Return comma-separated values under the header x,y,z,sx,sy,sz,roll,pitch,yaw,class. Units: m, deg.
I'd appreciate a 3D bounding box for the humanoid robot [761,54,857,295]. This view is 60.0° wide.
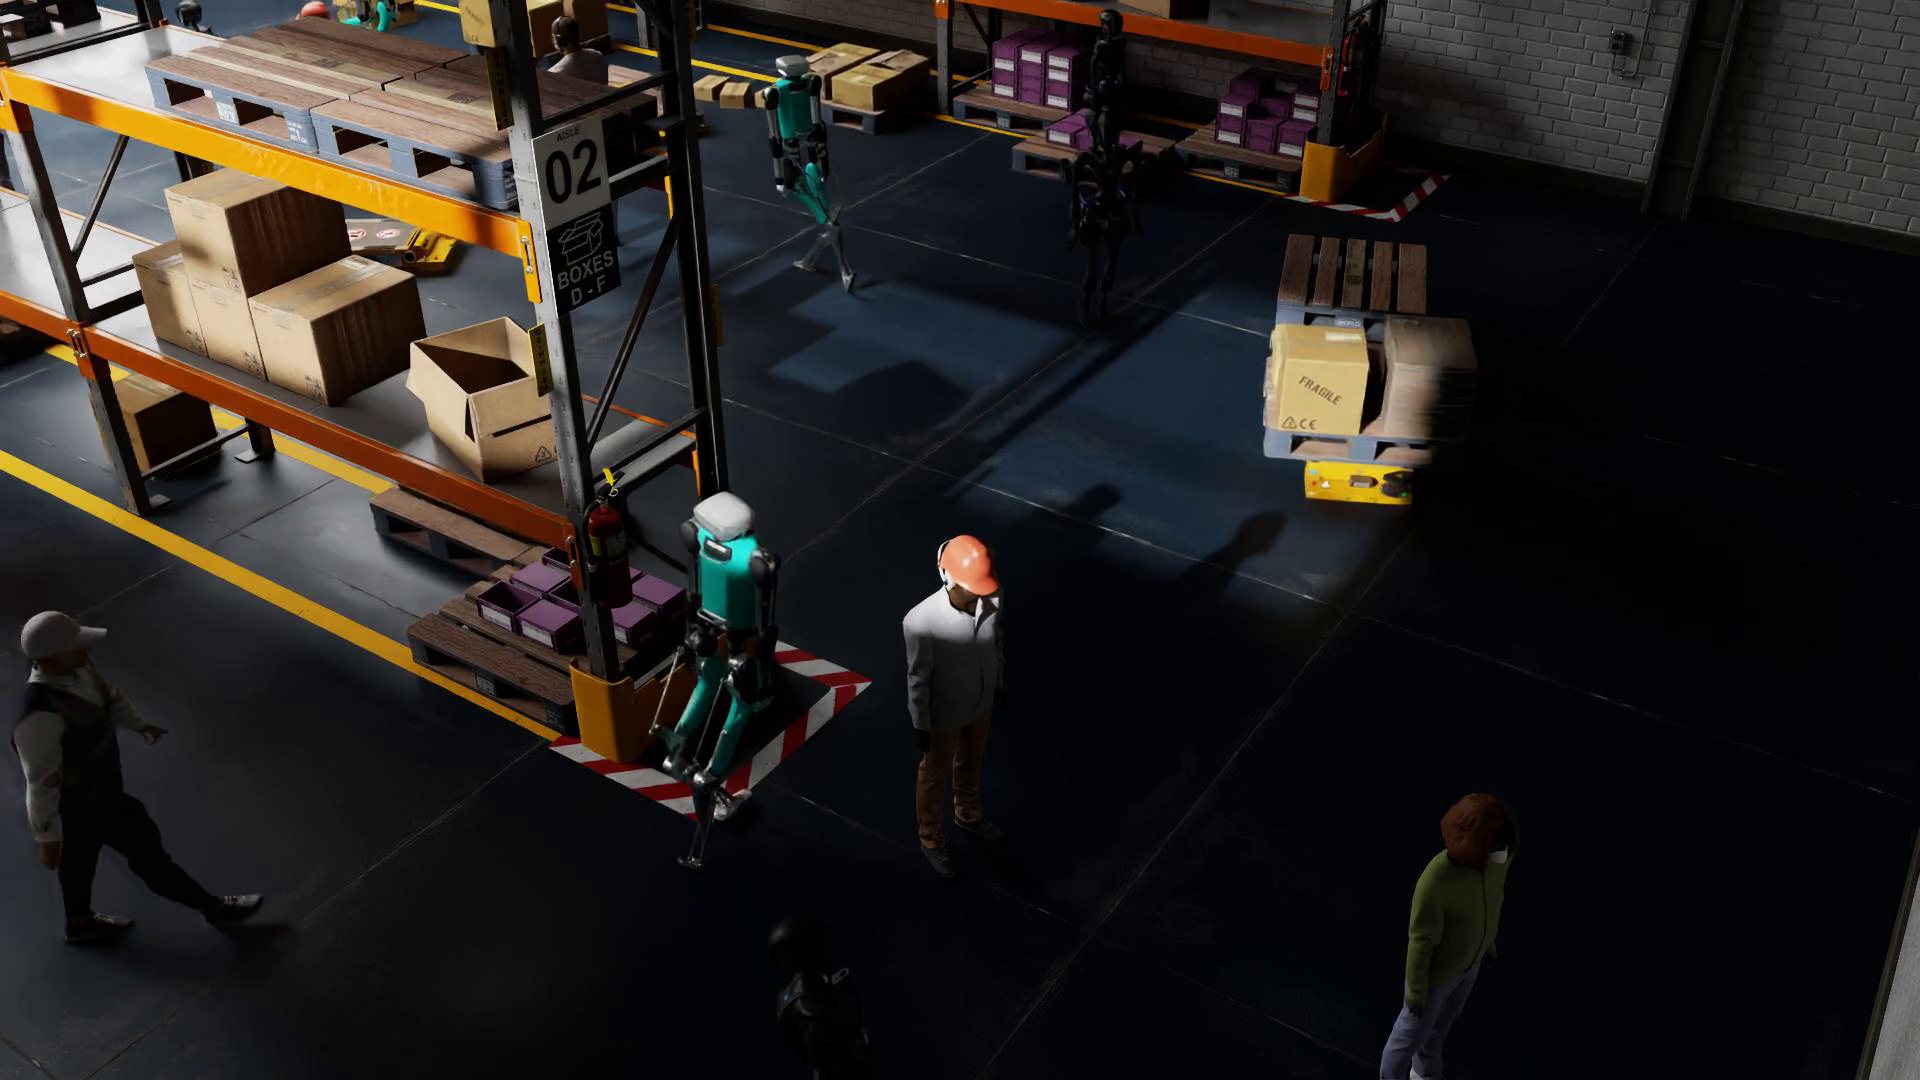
x,y,z,sx,sy,sz,roll,pitch,yaw,class
-1.029,-2.773,12.807,0.546,1.764,0.947,-28,42,-36,humanoid robot

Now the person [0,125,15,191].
x,y,z,sx,sy,sz,roll,pitch,yaw,class
-7.892,-3.461,13.659,0.488,1.944,0.432,-7,34,-10,person

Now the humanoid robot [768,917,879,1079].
x,y,z,sx,sy,sz,roll,pitch,yaw,class
-0.408,1.906,5.658,0.409,1.630,0.612,-5,33,-7,humanoid robot

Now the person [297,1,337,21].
x,y,z,sx,sy,sz,roll,pitch,yaw,class
-5.395,-3.760,14.302,0.562,1.735,0.594,-14,36,-21,person

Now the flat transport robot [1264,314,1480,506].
x,y,z,sx,sy,sz,roll,pitch,yaw,class
2.594,-0.679,10.916,0.659,0.231,1.431,5,33,7,flat transport robot

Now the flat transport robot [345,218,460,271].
x,y,z,sx,sy,sz,roll,pitch,yaw,class
-4.858,-2.389,13.545,1.431,0.231,0.659,-1,33,-2,flat transport robot

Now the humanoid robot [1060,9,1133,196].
x,y,z,sx,sy,sz,roll,pitch,yaw,class
1.204,-3.812,14.452,0.577,1.640,0.593,20,38,28,humanoid robot

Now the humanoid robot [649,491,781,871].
x,y,z,sx,sy,sz,roll,pitch,yaw,class
-1.185,0.731,7.496,0.548,1.888,0.779,23,39,31,humanoid robot

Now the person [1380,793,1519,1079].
x,y,z,sx,sy,sz,roll,pitch,yaw,class
1.823,1.582,6.189,0.499,1.633,0.286,-23,40,-31,person

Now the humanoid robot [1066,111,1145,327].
x,y,z,sx,sy,sz,roll,pitch,yaw,class
1.069,-2.354,12.209,0.589,1.642,0.425,-8,34,-11,humanoid robot

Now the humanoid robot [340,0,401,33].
x,y,z,sx,sy,sz,roll,pitch,yaw,class
-6.105,-5.449,16.942,1.003,1.768,0.530,20,38,27,humanoid robot

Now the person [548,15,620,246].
x,y,z,sx,sy,sz,roll,pitch,yaw,class
-3.016,-3.212,13.284,0.373,1.937,0.628,16,36,23,person

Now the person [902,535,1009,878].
x,y,z,sx,sy,sz,roll,pitch,yaw,class
0.011,0.719,7.413,0.562,1.742,0.335,-28,42,-36,person

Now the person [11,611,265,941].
x,y,z,sx,sy,sz,roll,pitch,yaw,class
-3.557,1.011,6.989,0.912,1.706,0.782,-7,34,-11,person

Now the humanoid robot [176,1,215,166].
x,y,z,sx,sy,sz,roll,pitch,yaw,class
-6.569,-3.917,14.642,0.779,1.624,0.598,-7,34,-10,humanoid robot

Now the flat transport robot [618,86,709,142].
x,y,z,sx,sy,sz,roll,pitch,yaw,class
-3.110,-4.215,16.351,0.659,0.231,1.431,-22,39,-30,flat transport robot
